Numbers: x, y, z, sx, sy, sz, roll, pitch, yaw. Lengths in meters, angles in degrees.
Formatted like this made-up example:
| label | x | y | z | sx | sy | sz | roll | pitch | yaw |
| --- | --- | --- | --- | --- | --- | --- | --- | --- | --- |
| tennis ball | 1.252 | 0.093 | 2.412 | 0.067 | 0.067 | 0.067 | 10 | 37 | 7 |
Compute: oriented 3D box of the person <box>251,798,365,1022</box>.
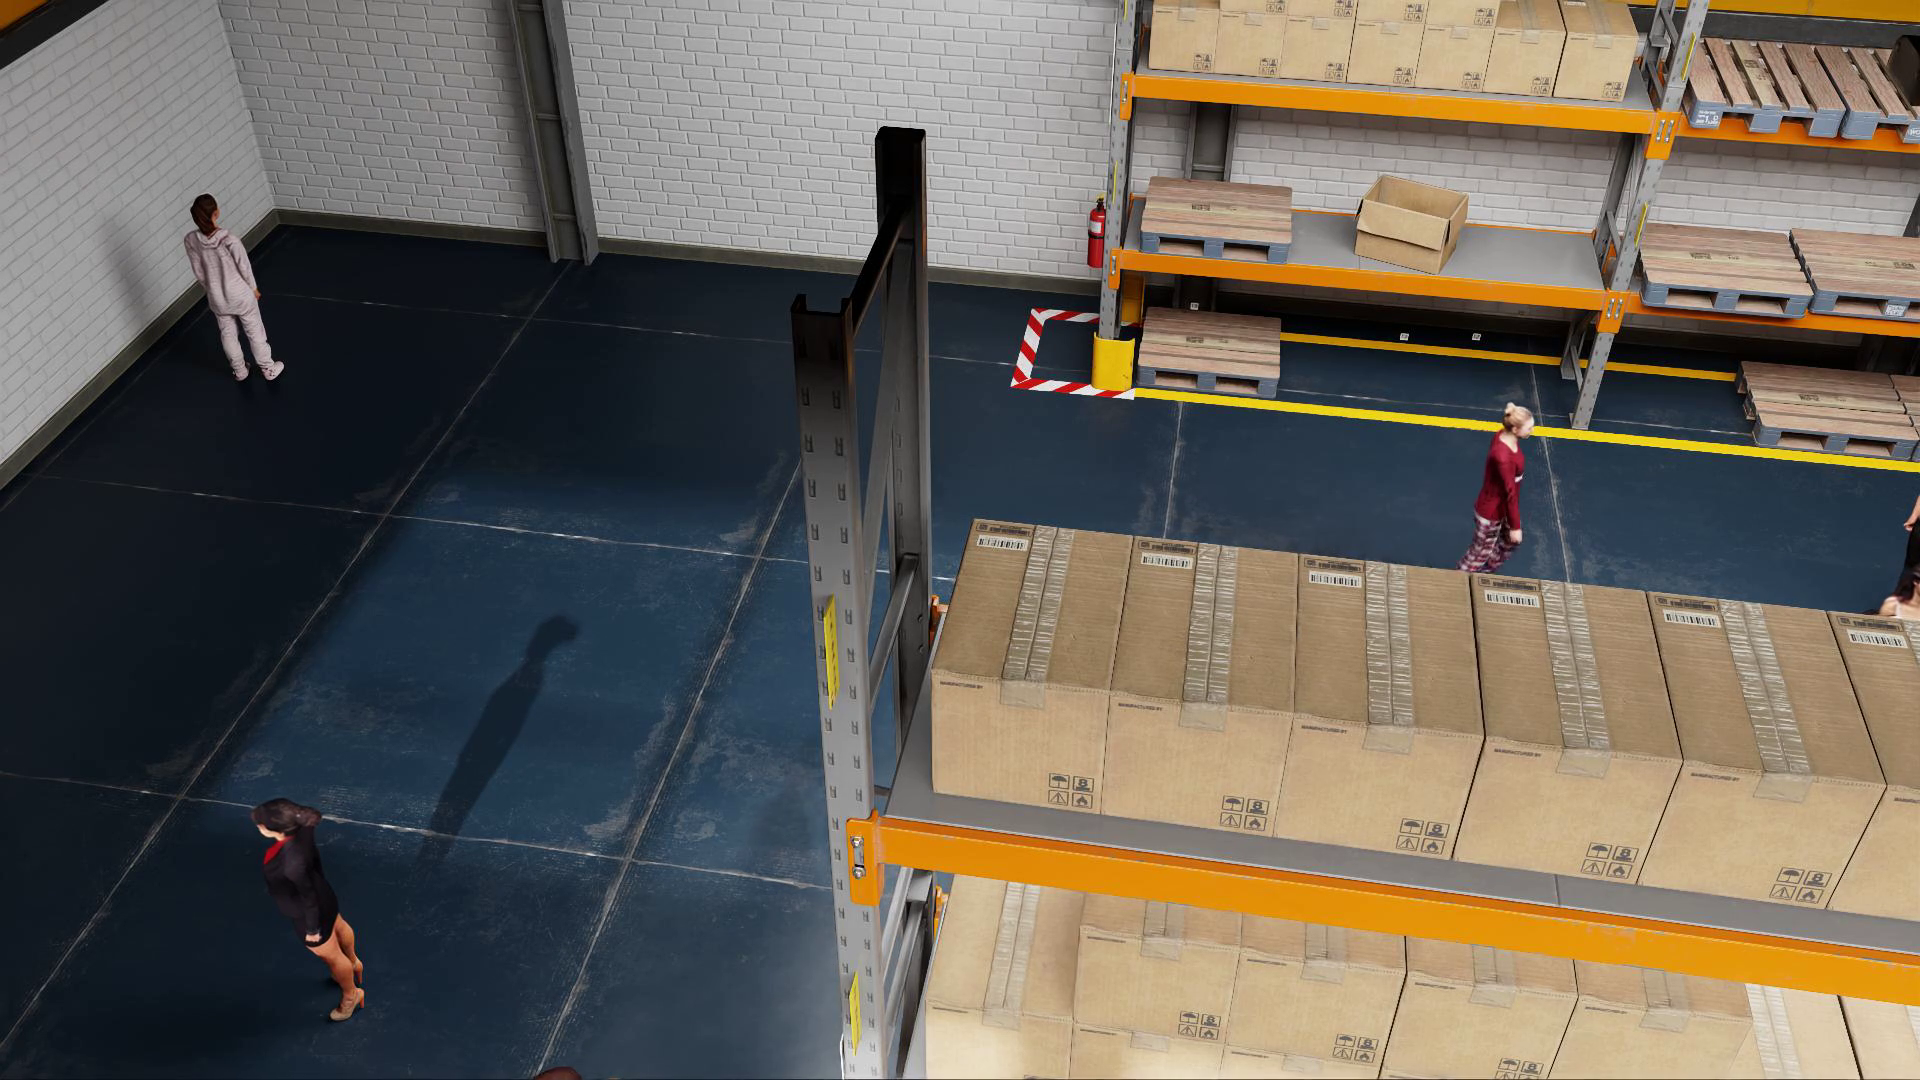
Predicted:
| label | x | y | z | sx | sy | sz | roll | pitch | yaw |
| --- | --- | --- | --- | --- | --- | --- | --- | --- | --- |
| person | -3.478 | 1.971 | 8.946 | 0.707 | 1.639 | 0.654 | -7 | 39 | -9 |

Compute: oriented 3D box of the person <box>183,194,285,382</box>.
| label | x | y | z | sx | sy | sz | roll | pitch | yaw |
| --- | --- | --- | --- | --- | --- | --- | --- | --- | --- |
| person | -6.157 | -2.103 | 14.004 | 0.560 | 1.692 | 0.732 | 0 | 39 | 0 |

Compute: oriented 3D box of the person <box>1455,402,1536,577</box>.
| label | x | y | z | sx | sy | sz | roll | pitch | yaw |
| --- | --- | --- | --- | --- | --- | --- | --- | --- | --- |
| person | 3.681 | -0.248 | 11.687 | 0.721 | 1.686 | 0.691 | 15 | 41 | 18 |
